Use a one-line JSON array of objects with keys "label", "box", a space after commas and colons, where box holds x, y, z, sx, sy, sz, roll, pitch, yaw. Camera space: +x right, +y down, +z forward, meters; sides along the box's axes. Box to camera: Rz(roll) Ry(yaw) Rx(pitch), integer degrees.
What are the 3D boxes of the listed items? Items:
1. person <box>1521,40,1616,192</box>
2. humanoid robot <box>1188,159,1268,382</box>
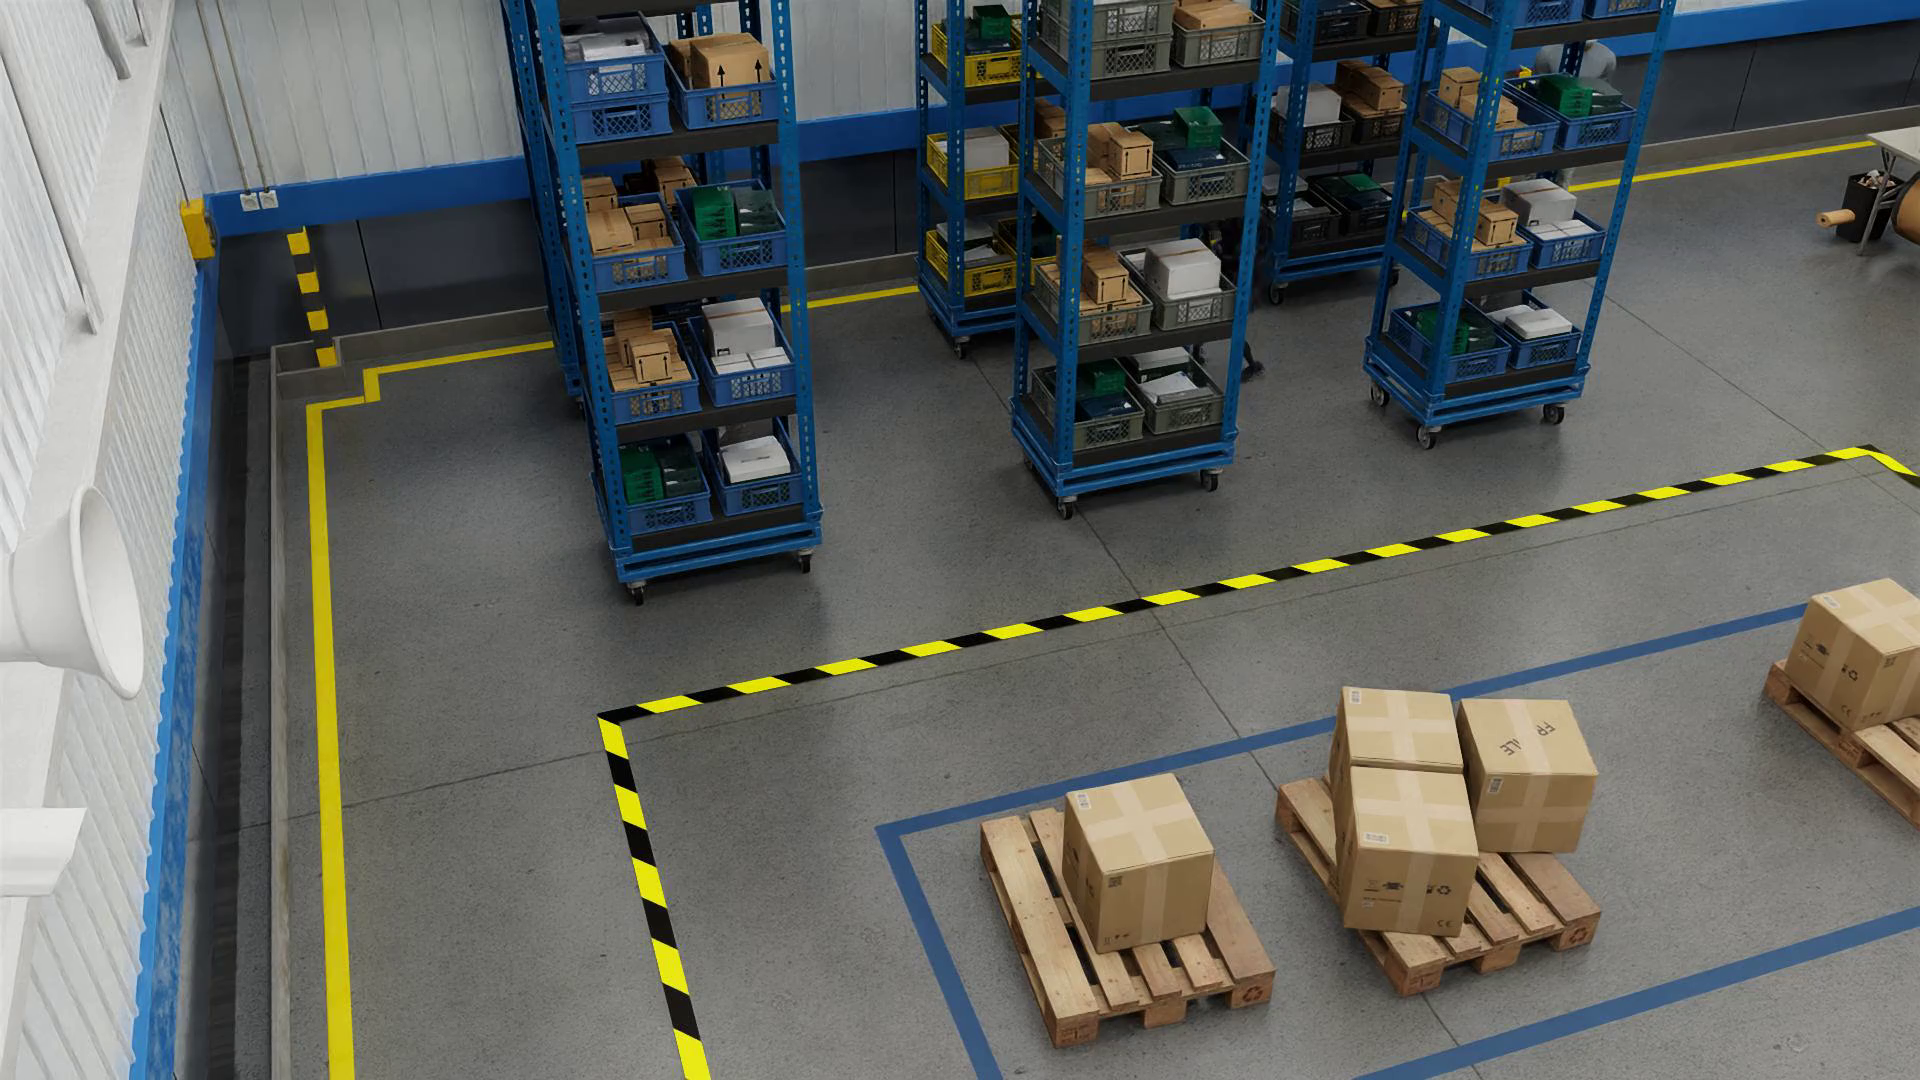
[{"label": "person", "box": [4.792, -3.277, 13.255, 0.627, 1.939, 0.373, 4, 35, 5]}, {"label": "humanoid robot", "box": [1.891, -1.869, 11.498, 0.584, 1.642, 0.421, 30, 45, 35]}]
